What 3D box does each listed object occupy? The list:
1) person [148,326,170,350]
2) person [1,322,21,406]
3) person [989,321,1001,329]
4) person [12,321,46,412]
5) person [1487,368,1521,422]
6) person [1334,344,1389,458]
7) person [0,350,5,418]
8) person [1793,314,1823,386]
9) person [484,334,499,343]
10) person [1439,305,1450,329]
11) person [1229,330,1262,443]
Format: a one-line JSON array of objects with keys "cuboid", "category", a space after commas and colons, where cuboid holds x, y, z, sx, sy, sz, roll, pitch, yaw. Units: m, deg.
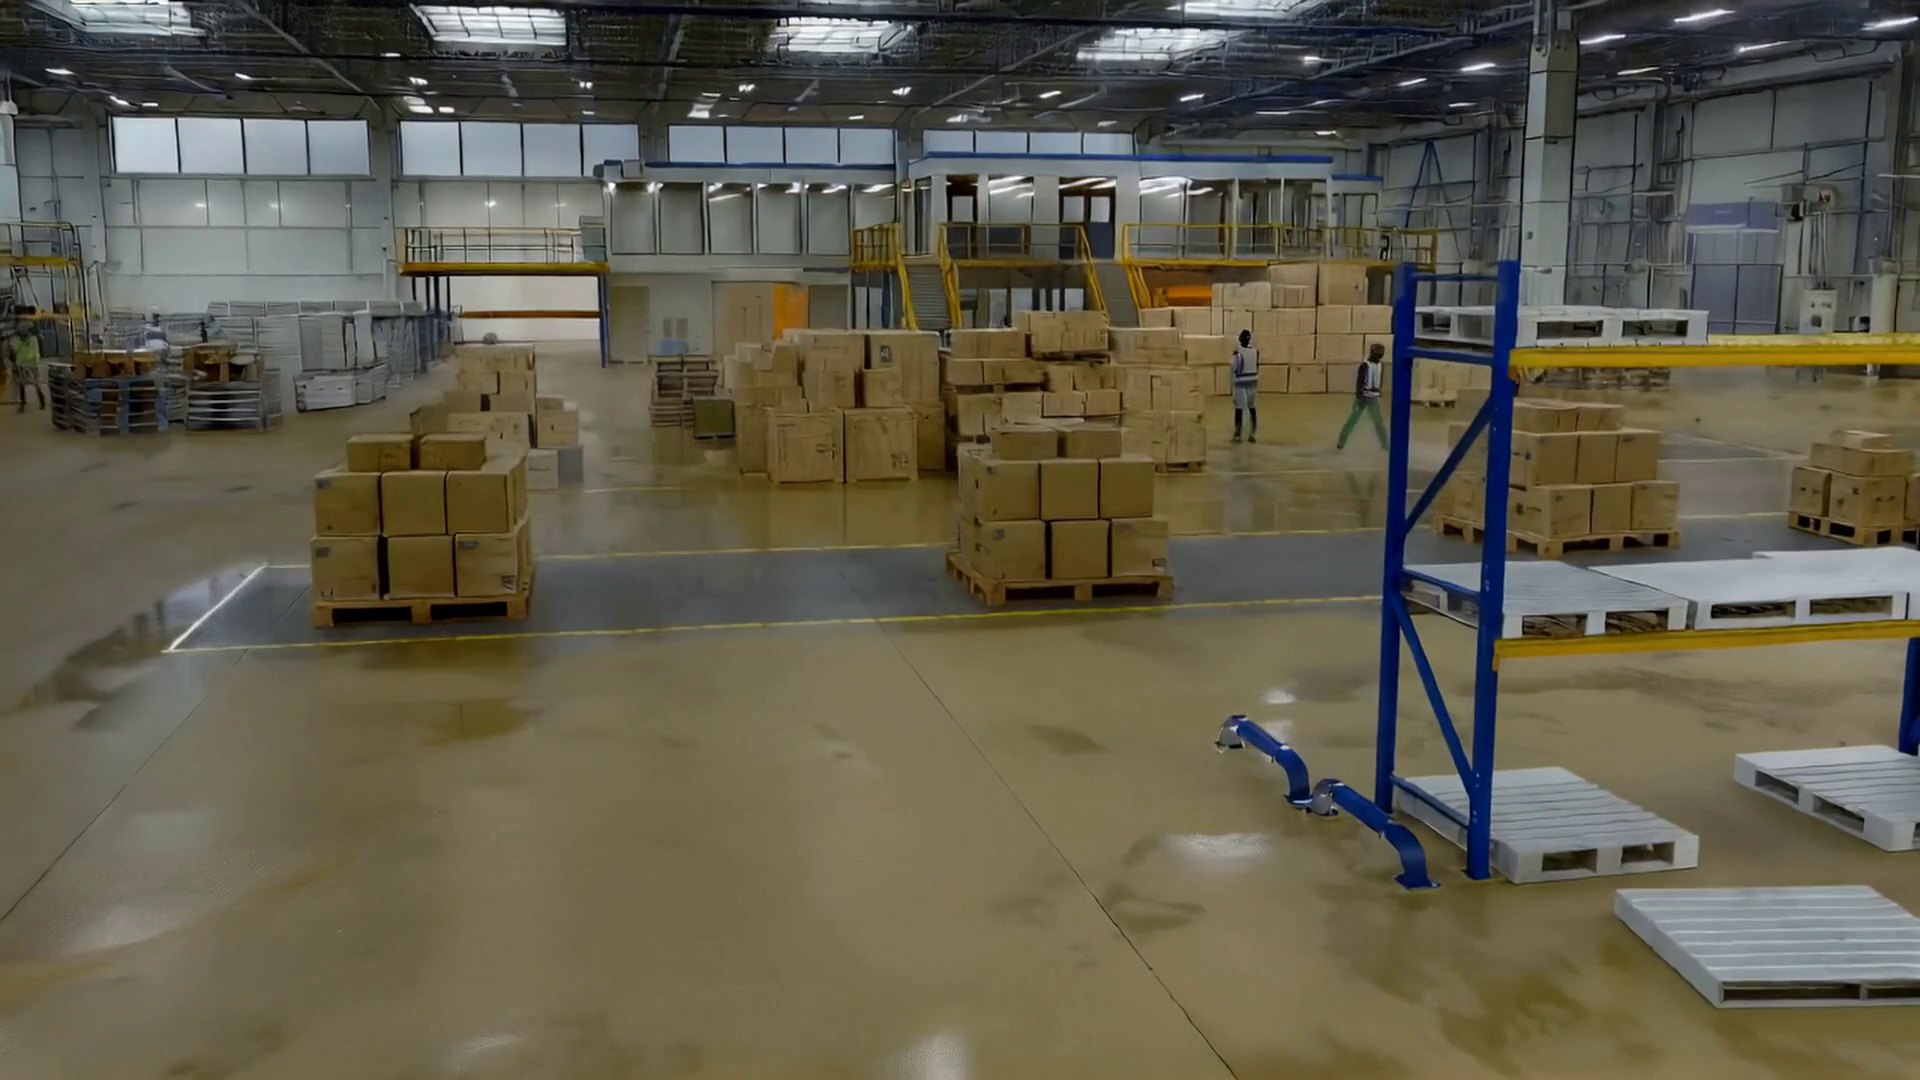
[{"cuboid": [-17.624, -3.862, 36.727, 0.506, 1.704, 0.856, -1, 9, -8], "category": "person"}, {"cuboid": [-20.558, -3.818, 36.080, 0.600, 1.831, 0.404, 5, 11, 30], "category": "person"}, {"cuboid": [0.695, -3.507, 33.918, 0.589, 1.914, 0.587, -6, 11, -34], "category": "person"}, {"cuboid": [-19.597, -3.666, 34.976, 0.551, 1.902, 0.982, -1, 9, -4], "category": "person"}, {"cuboid": [9.358, -2.586, 28.500, 0.663, 1.868, 0.581, 4, 10, 21], "category": "person"}, {"cuboid": [6.453, -2.195, 26.293, 0.599, 1.810, 1.110, -9, 13, -44], "category": "person"}, {"cuboid": [-19.244, -3.333, 32.732, 0.634, 1.959, 0.823, 2, 9, 10], "category": "person"}, {"cuboid": [21.663, -4.850, 42.412, 0.624, 1.818, 0.725, -2, 9, -10], "category": "person"}, {"cuboid": [-7.825, -2.518, 27.969, 0.571, 1.883, 0.980, 2, 9, 11], "category": "person"}, {"cuboid": [14.960, -6.288, 51.099, 0.508, 1.847, 0.345, 4, 10, 24], "category": "person"}, {"cuboid": [4.883, -2.630, 28.536, 0.601, 1.939, 0.411, -4, 10, -23], "category": "person"}]
